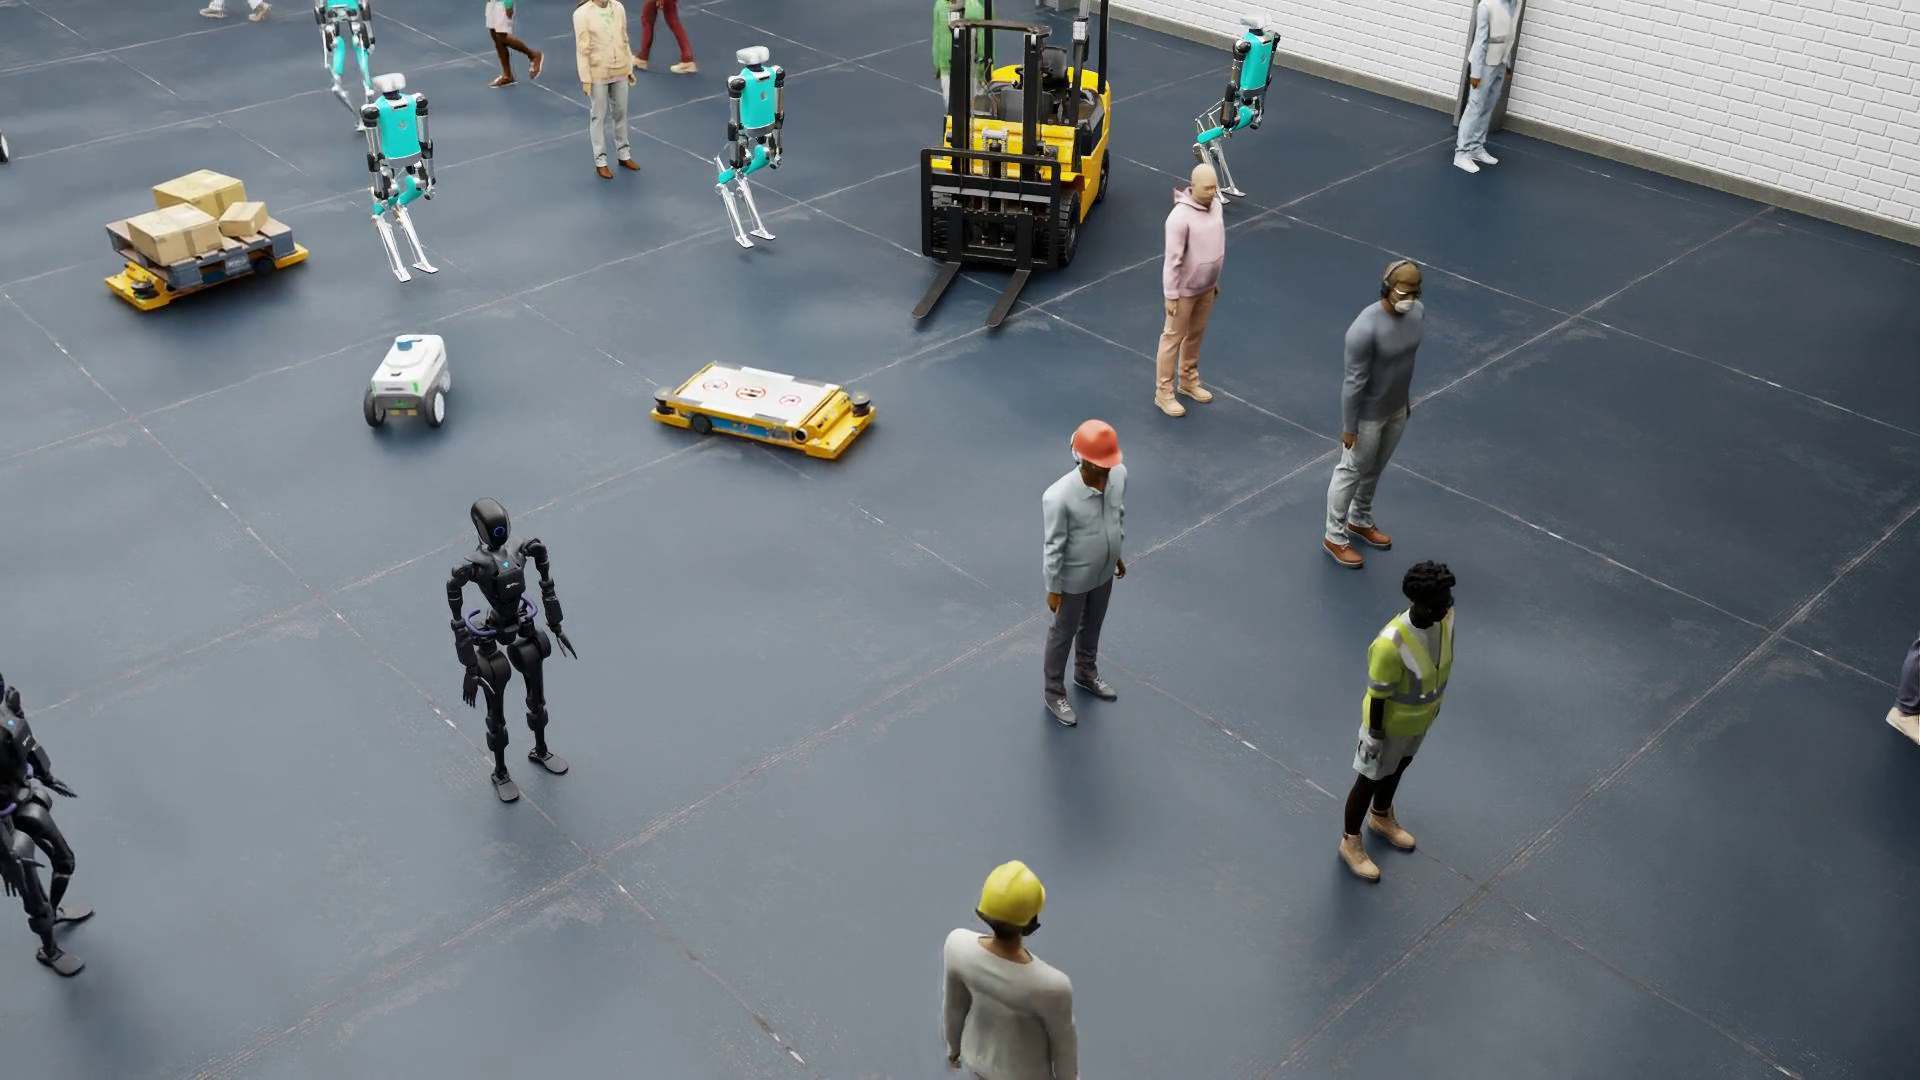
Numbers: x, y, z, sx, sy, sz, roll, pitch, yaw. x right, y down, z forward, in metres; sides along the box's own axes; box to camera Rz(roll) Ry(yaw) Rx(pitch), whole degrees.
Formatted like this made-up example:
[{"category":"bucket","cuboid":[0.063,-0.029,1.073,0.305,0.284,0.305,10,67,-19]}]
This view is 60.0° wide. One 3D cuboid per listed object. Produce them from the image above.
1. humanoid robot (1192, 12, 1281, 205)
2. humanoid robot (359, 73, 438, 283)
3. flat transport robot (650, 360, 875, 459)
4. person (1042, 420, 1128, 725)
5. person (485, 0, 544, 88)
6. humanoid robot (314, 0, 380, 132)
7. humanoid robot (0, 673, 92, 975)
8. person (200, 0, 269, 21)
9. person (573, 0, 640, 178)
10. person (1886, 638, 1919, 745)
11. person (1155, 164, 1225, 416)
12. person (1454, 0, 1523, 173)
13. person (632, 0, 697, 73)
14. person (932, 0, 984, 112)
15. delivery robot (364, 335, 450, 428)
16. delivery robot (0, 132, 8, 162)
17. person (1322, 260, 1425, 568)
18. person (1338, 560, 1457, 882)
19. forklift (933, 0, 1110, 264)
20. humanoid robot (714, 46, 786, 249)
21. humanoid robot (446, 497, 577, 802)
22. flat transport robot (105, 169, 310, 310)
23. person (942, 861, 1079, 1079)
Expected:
[{"category":"humanoid robot","cuboid":[2.347,-3.820,14.576,0.533,1.677,0.735,-27,41,-35]},{"category":"humanoid robot","cuboid":[-4.493,-2.911,13.179,0.533,1.677,0.735,-27,41,-35]},{"category":"flat transport robot","cuboid":[-1.374,-0.918,11.584,1.431,0.231,0.659,13,35,19]},{"category":"person","cuboid":[0.666,0.150,8.580,0.571,1.749,0.342,-27,41,-35]},{"category":"person","cuboid":[-4.800,-5.683,17.473,0.510,1.830,0.520,-24,40,-33]},{"category":"humanoid robot","cuboid":[-6.021,-4.791,16.274,0.560,1.855,0.783,-4,33,-6]},{"category":"humanoid robot","cuboid":[-4.040,1.164,7.091,0.389,1.641,0.605,-3,33,-5]},{"category":"person","cuboid":[-8.718,-7.050,19.566,0.937,1.850,0.584,7,34,11]},{"category":"person","cuboid":[-3.262,-4.299,15.309,0.564,1.875,0.391,-27,42,-35]},{"category":"person","cuboid":[5.149,0.184,8.426,0.816,1.865,0.420,-27,41,-35]},{"category":"person","cuboid":[1.583,-1.739,11.458,0.535,1.780,0.401,-27,41,-35]},{"category":"person","cuboid":[4.918,-4.408,15.439,0.594,1.915,0.371,-27,41,-35]},{"category":"person","cuboid":[-3.308,-5.931,17.949,0.895,1.718,0.503,12,35,17]},{"category":"person","cuboid":[0.017,-4.483,15.698,0.570,1.765,0.482,18,37,25]},{"category":"delivery robot","cuboid":[-3.853,-1.153,11.672,0.499,0.583,0.758,0,33,0]},{"category":"delivery robot","cuboid":[-9.449,-3.917,15.948,0.499,0.612,0.801,-12,35,-18]},{"category":"person","cuboid":[2.457,-0.761,9.815,0.633,1.935,0.351,-27,41,-35]},{"category":"person","cuboid":[2.026,0.807,7.622,0.539,1.695,0.318,-27,41,-35]},{"category":"forklift","cuboid":[0.570,-3.725,14.138,1.214,2.155,2.313,9,34,13]},{"category":"humanoid robot","cuboid":[-1.798,-3.286,13.755,0.533,1.677,0.735,-27,41,-35]},{"category":"humanoid robot","cuboid":[-2.179,0.509,8.087,0.599,1.657,0.315,-27,41,-35]},{"category":"flat transport robot","cuboid":[-6.182,-2.274,13.669,0.659,0.231,1.431,27,42,35]},{"category":"person","cuboid":[0.135,1.878,5.931,0.524,1.739,0.698,23,40,31]}]
